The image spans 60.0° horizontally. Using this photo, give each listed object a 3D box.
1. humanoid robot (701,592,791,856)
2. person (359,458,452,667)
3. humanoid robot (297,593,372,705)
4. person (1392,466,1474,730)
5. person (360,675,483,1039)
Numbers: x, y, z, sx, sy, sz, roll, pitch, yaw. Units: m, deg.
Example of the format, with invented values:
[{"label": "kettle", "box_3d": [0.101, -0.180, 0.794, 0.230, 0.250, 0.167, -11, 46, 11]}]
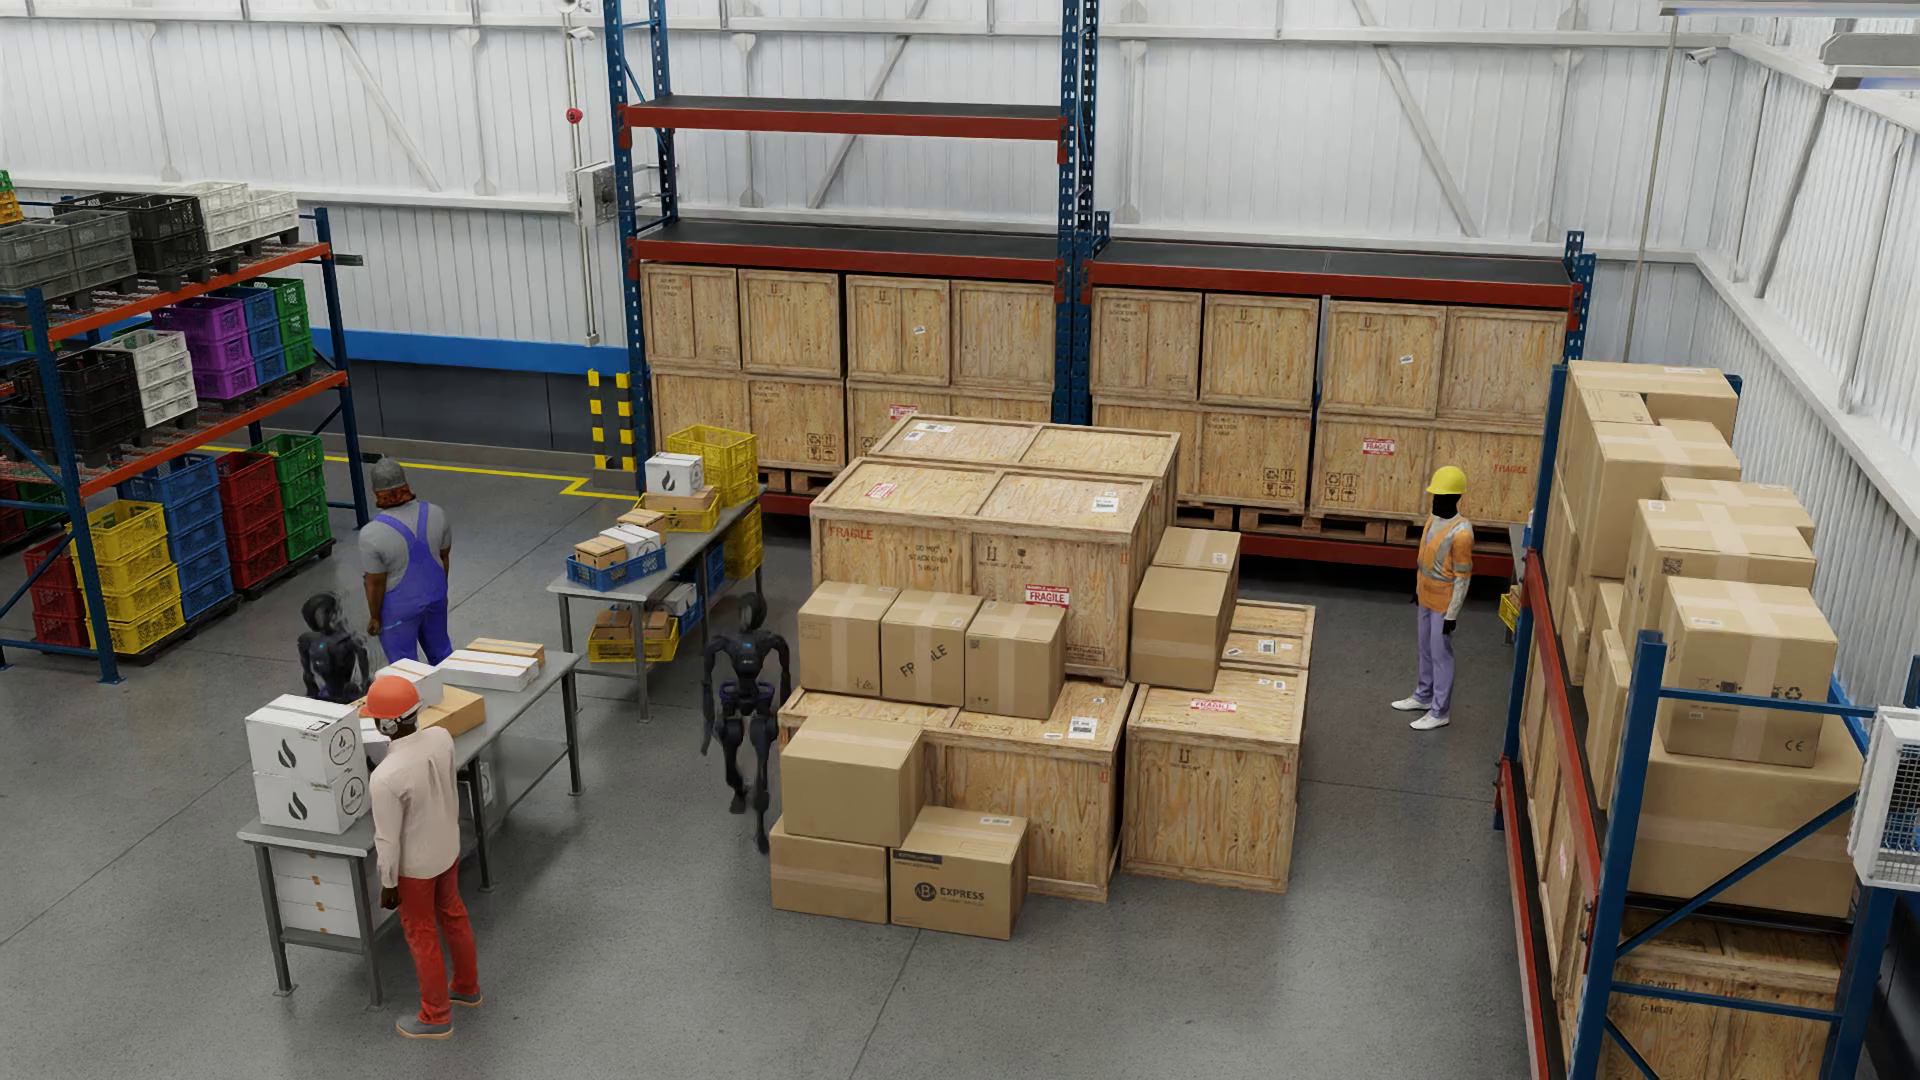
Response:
[{"label": "humanoid robot", "box_3d": [-1.326, 1.081, 10.322, 0.565, 1.628, 0.689, -2, 21, -4]}, {"label": "person", "box_3d": [-3.854, 0.401, 11.518, 0.537, 2.000, 0.673, 15, 26, 34]}, {"label": "humanoid robot", "box_3d": [-3.801, 1.096, 10.278, 0.559, 1.628, 0.759, 4, 21, 11]}, {"label": "person", "box_3d": [3.347, 0.399, 11.675, 0.358, 1.928, 0.593, -3, 21, -8]}, {"label": "person", "box_3d": [-2.758, 1.599, 8.466, 0.406, 1.986, 0.614, 6, 22, 15]}]
